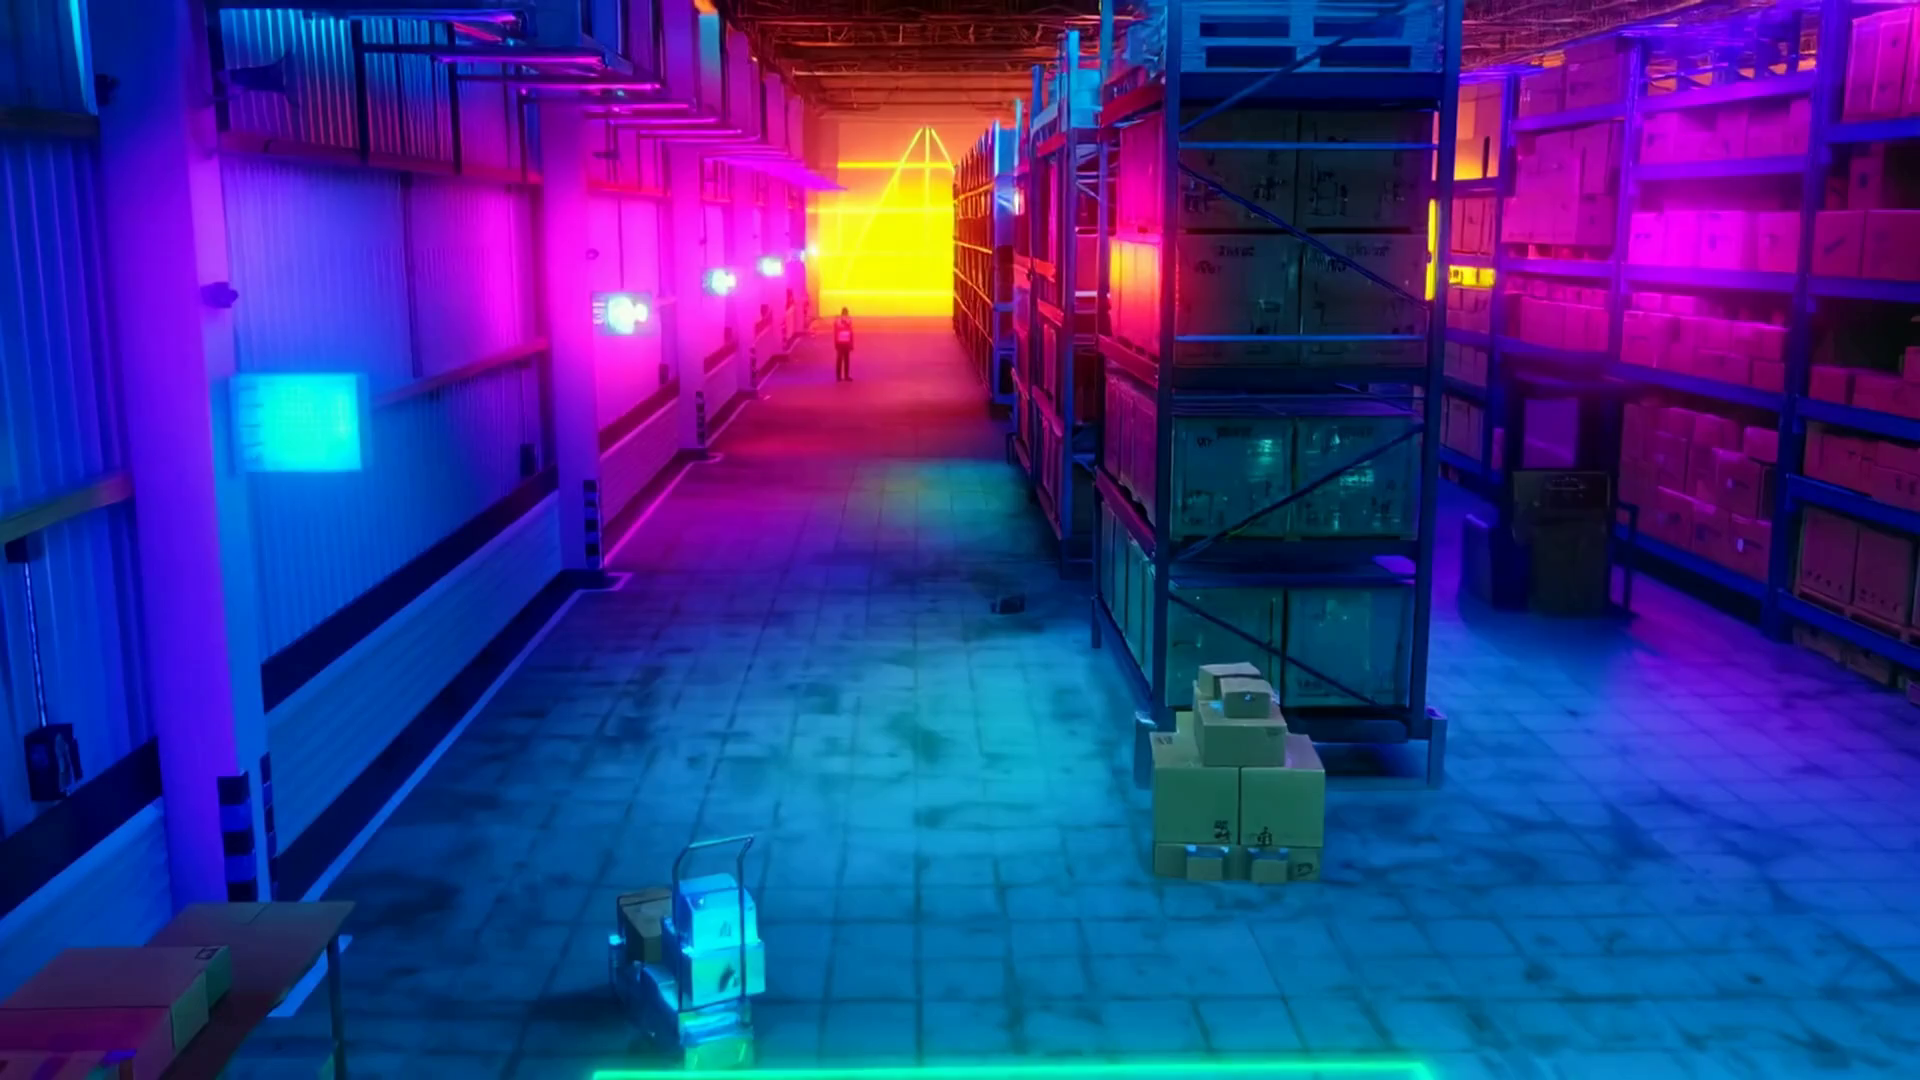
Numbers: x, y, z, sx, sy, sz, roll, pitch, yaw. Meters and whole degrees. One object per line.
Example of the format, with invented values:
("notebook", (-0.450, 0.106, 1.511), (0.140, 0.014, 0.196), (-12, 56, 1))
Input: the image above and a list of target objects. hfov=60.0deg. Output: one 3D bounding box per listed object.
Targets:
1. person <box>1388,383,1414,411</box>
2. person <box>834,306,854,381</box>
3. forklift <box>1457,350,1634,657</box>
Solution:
("person", (7.865, -2.420, 29.247), (0.889, 1.805, 0.630), (2, 11, 9))
("person", (-2.967, -5.018, 42.501), (0.591, 1.910, 0.401), (-9, 14, -38))
("forklift", (5.697, -0.444, 16.158), (1.129, 2.768, 1.873), (0, 11, -2))
